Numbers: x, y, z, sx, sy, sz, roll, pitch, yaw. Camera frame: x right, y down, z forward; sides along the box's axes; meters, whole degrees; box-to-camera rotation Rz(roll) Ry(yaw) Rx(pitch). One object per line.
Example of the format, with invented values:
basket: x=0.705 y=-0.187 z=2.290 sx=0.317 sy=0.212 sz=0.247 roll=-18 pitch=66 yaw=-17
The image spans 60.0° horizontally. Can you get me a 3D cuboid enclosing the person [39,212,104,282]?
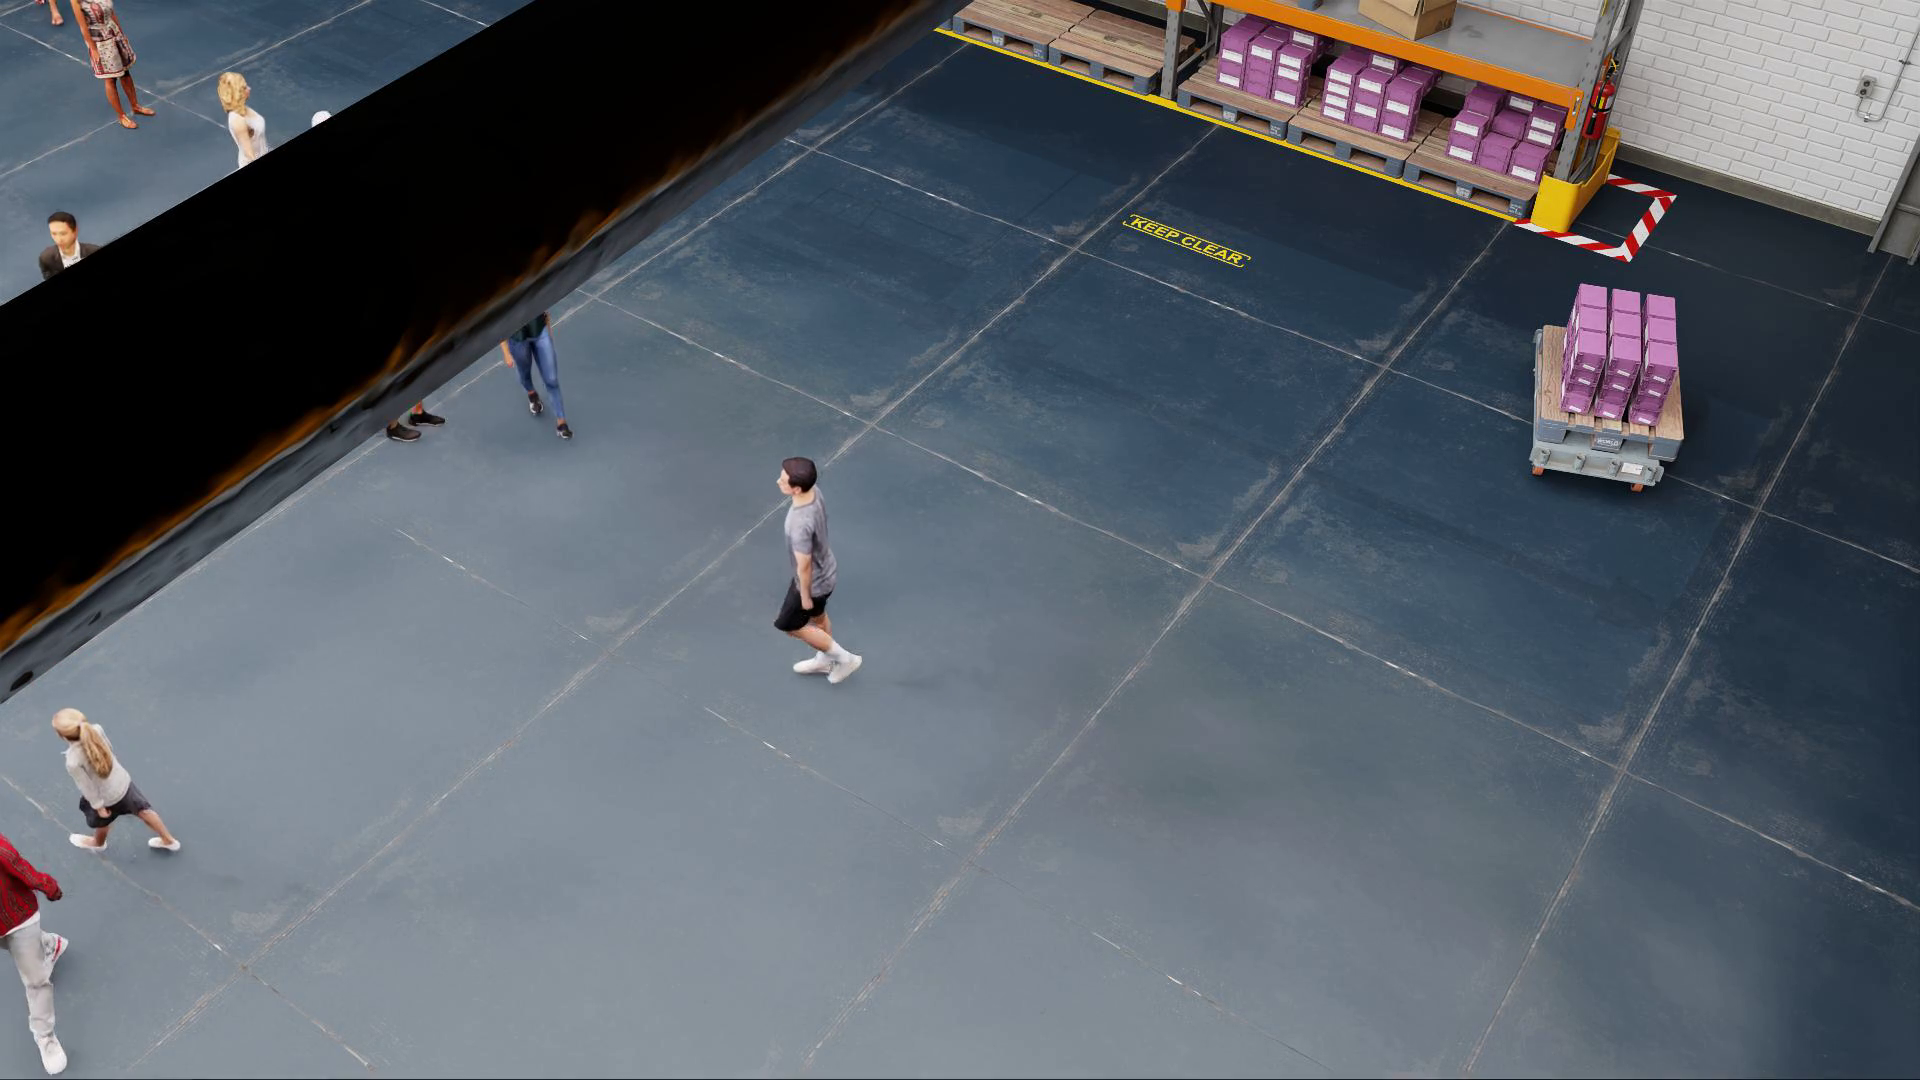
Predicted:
person: x=-6.566 y=-1.742 z=12.665 sx=1.139 sy=1.777 sz=1.152 roll=-3 pitch=44 yaw=-3

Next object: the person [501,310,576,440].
person: x=-3.313 y=-1.571 z=12.627 sx=0.918 sy=1.582 sz=1.121 roll=-20 pitch=47 yaw=-19

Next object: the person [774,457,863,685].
person: x=-0.842 y=0.219 z=10.548 sx=0.903 sy=1.857 sz=0.832 roll=5 pitch=44 yaw=5

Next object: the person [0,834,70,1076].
person: x=-5.092 y=1.935 z=8.807 sx=1.125 sy=1.775 sz=1.282 roll=-13 pitch=45 yaw=-13

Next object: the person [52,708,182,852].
person: x=-4.920 y=1.447 z=9.704 sx=0.933 sy=1.244 sz=0.746 roll=7 pitch=44 yaw=8

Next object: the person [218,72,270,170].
person: x=-6.118 y=-3.228 z=14.308 sx=0.758 sy=1.662 sz=0.663 roll=-16 pitch=46 yaw=-16

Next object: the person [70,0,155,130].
person: x=-8.206 y=-4.795 z=15.965 sx=0.626 sy=1.645 sz=0.703 roll=14 pitch=45 yaw=14
